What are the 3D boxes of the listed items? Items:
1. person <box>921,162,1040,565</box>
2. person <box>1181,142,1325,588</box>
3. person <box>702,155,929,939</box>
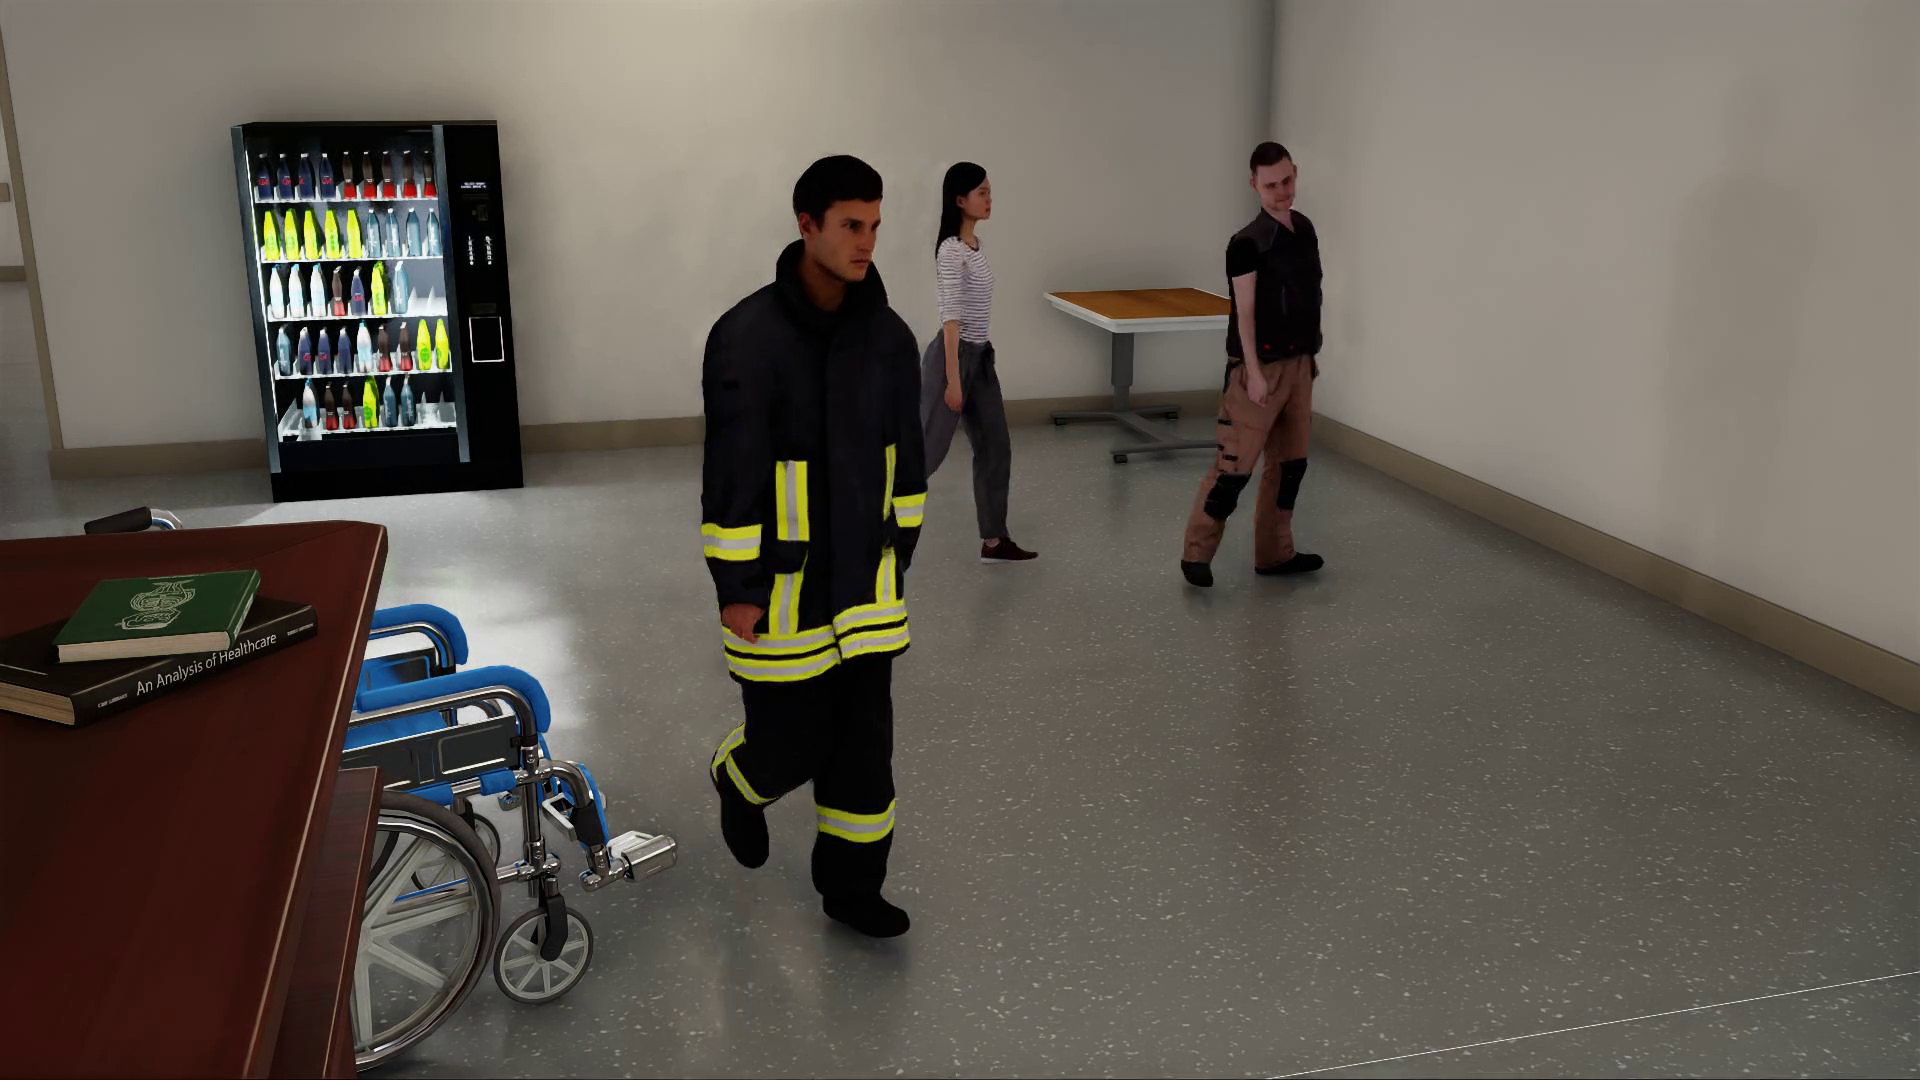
[{"bbox_3d":[-0.105,-0.706,7.043,1.183,1.696,1.004,5,16,16],"label":"person"},{"bbox_3d":[1.298,-0.720,6.876,0.992,1.813,0.865,8,18,27],"label":"person"},{"bbox_3d":[-0.407,0.040,4.026,0.976,1.897,0.993,-11,19,-33],"label":"person"}]
